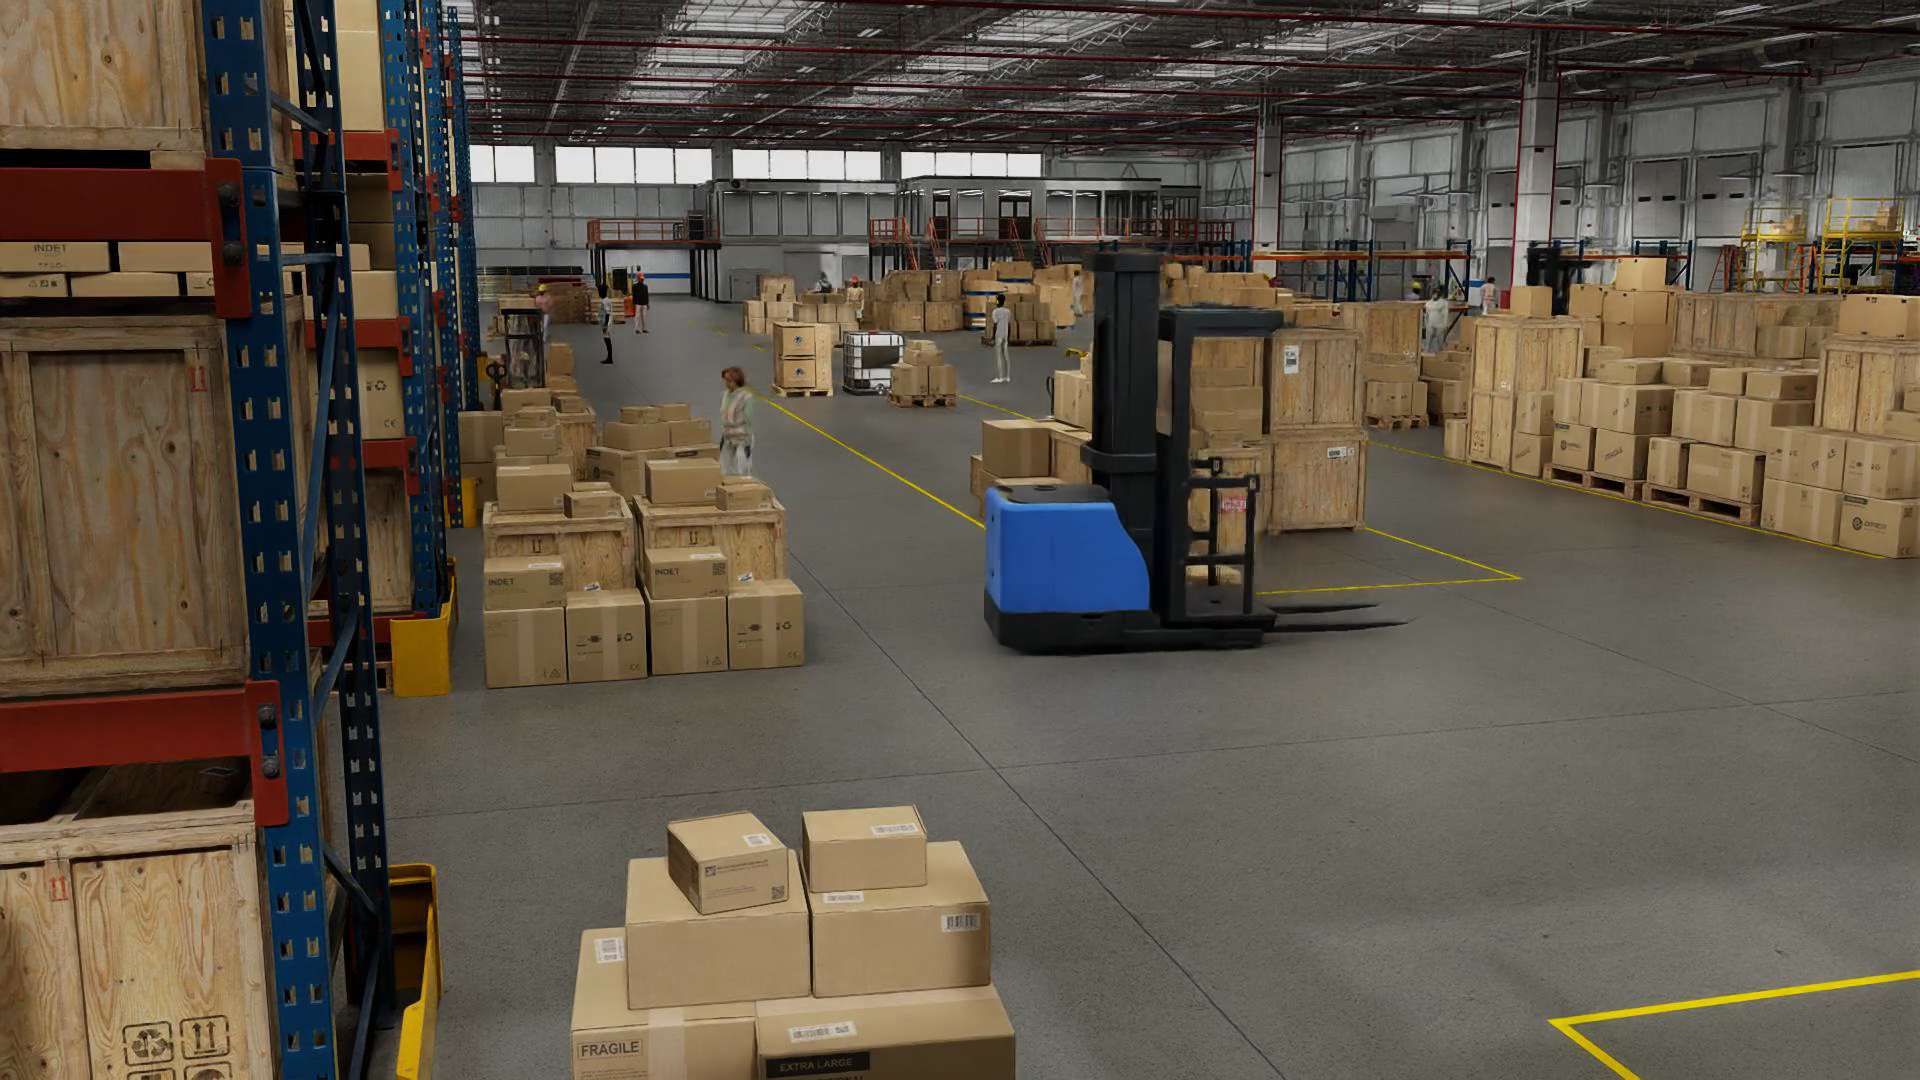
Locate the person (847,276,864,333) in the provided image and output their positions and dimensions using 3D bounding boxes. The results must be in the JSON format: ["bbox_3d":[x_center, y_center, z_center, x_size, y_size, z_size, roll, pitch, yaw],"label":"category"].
[{"bbox_3d":[-3.271,-7.260,51.951,0.543,1.938,0.356,1,10,4],"label":"person"}]

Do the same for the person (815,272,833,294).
[{"bbox_3d":[-4.698,-8.336,57.755,0.734,2.000,1.051,-5,11,-28],"label":"person"}]

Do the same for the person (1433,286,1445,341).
[{"bbox_3d":[14.508,-6.823,50.153,0.317,1.697,0.540,-3,10,-14],"label":"person"}]

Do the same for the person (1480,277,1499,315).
[{"bbox_3d":[18.619,-8.350,58.506,0.646,1.806,0.786,5,11,27],"label":"person"}]

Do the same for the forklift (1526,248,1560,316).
[{"bbox_3d":[13.960,-5.632,40.065,1.873,2.768,1.129,-3,10,-15],"label":"forklift"}]

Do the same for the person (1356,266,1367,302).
[{"bbox_3d":[19.521,-12.373,80.993,0.592,1.909,0.658,-4,11,-23],"label":"person"}]

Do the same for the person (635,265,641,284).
[{"bbox_3d":[-16.684,-13.294,86.266,0.356,1.887,0.572,-3,10,-16],"label":"person"}]

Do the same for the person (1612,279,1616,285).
[{"bbox_3d":[22.317,-8.012,56.767,0.494,1.741,0.313,1,10,7],"label":"person"}]

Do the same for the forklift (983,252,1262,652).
[{"bbox_3d":[1.153,-0.681,12.028,1.873,2.768,1.129,-1,10,-6],"label":"forklift"}]

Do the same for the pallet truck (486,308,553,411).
[{"bbox_3d":[-6.242,-2.418,24.362,0.823,1.965,1.885,1,10,3],"label":"pallet truck"}]

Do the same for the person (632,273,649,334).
[{"bbox_3d":[-10.520,-7.801,54.852,0.379,1.996,0.609,9,14,43],"label":"person"}]

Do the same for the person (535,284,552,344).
[{"bbox_3d":[-12.263,-6.655,49.025,0.542,1.750,0.482,2,10,9],"label":"person"}]

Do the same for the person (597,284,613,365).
[{"bbox_3d":[-8.617,-5.237,40.419,0.362,1.961,0.613,-2,10,-10],"label":"person"}]

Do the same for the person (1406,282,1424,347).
[{"bbox_3d":[12.641,-6.272,46.545,0.943,1.877,0.589,-1,10,-8],"label":"person"}]

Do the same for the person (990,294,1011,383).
[{"bbox_3d":[0.857,-4.257,35.139,0.518,1.870,0.323,-8,13,-40],"label":"person"}]

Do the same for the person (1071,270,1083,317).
[{"bbox_3d":[4.665,-10.032,67.716,0.861,1.906,0.666,6,12,31],"label":"person"}]

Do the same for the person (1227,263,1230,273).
[{"bbox_3d":[15.363,-14.834,94.811,0.629,1.938,1.018,-3,10,-15],"label":"person"}]

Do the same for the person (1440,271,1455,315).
[{"bbox_3d":[19.333,-9.732,66.068,0.635,1.894,1.027,3,11,18],"label":"person"}]

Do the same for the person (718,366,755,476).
[{"bbox_3d":[-2.339,-1.003,17.383,0.548,1.622,0.369,9,14,43],"label":"person"}]

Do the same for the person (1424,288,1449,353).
[{"bbox_3d":[11.405,-5.092,39.860,0.647,1.892,1.047,8,13,37],"label":"person"}]

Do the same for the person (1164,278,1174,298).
[{"bbox_3d":[6.715,-7.503,53.566,0.328,1.862,0.501,1,10,7],"label":"person"}]

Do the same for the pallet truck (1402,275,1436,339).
[{"bbox_3d":[14.620,-7.324,52.145,0.823,1.965,1.885,8,13,40],"label":"pallet truck"}]
